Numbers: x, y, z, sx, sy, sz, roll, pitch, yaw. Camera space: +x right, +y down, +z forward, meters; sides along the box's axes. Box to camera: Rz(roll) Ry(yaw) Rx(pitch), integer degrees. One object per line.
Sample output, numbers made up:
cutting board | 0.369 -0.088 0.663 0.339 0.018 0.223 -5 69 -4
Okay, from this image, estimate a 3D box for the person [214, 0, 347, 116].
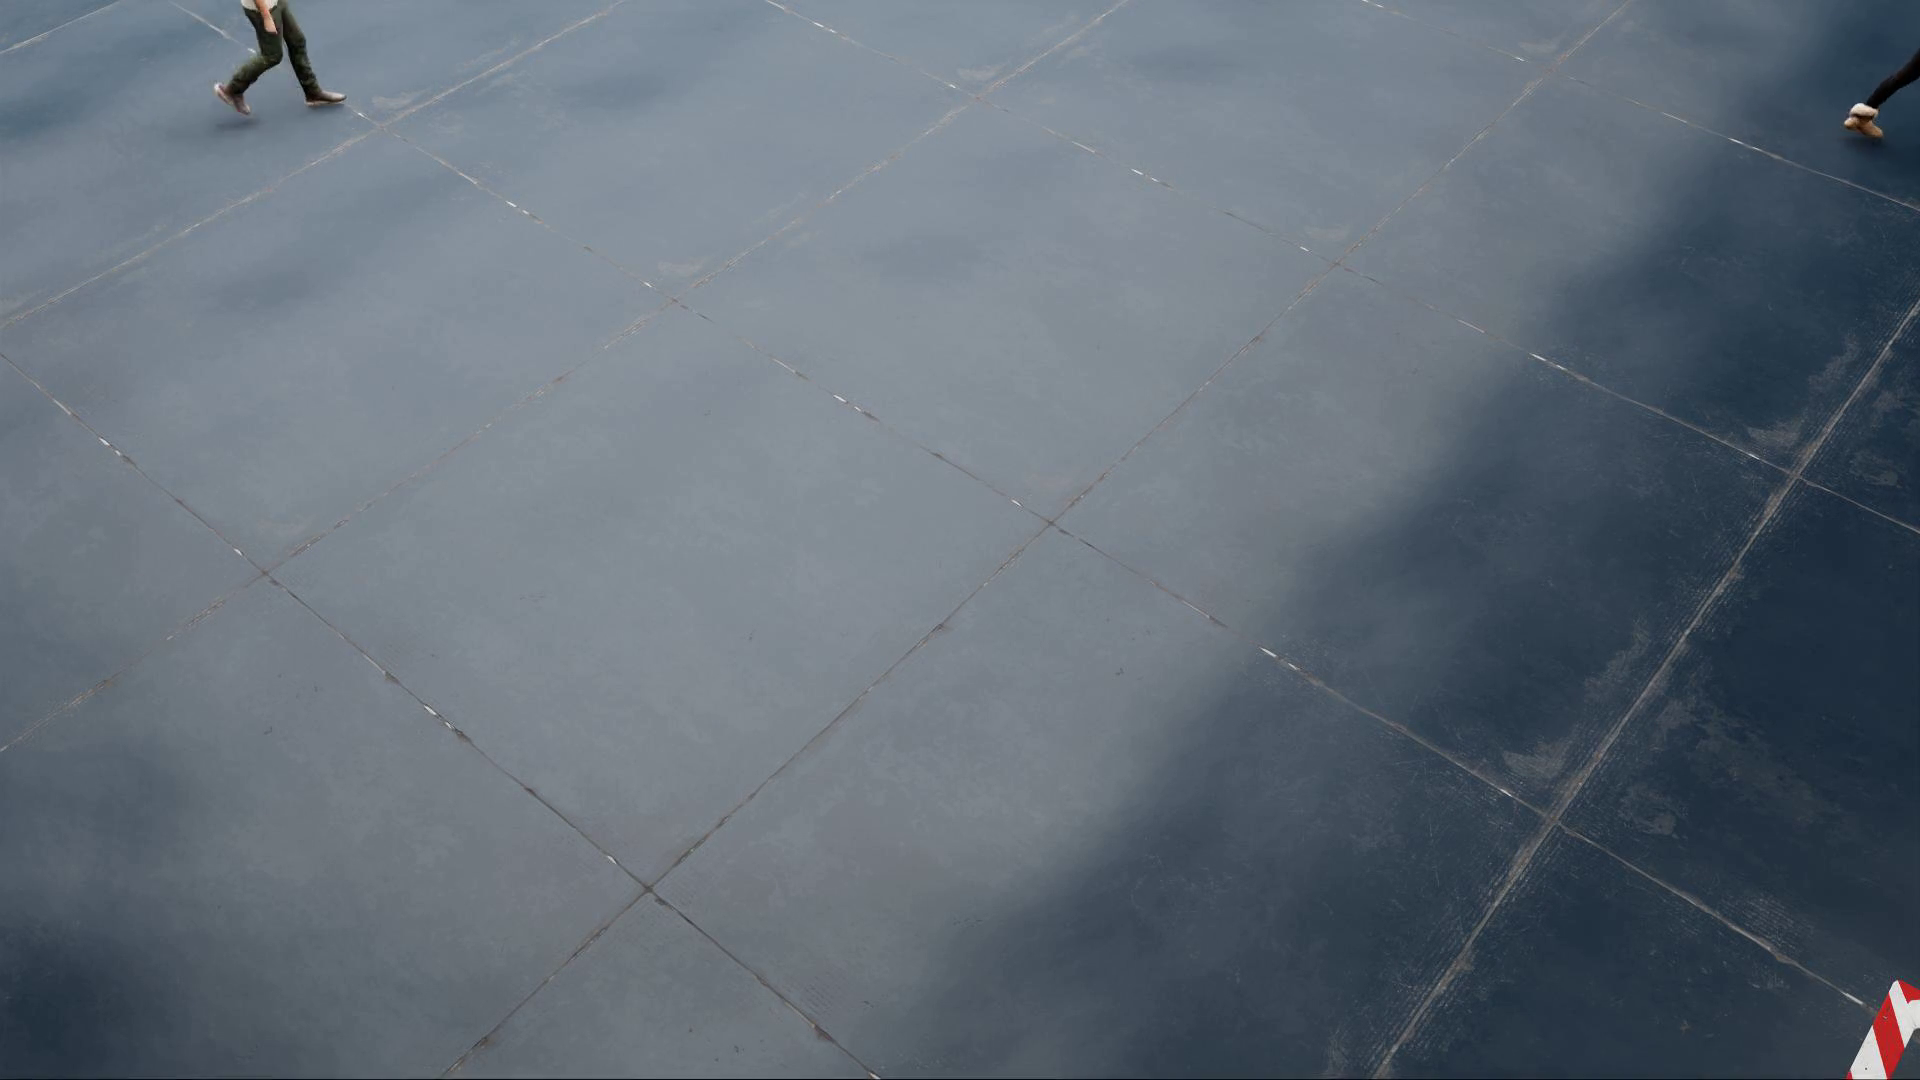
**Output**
person | -4.810 -3.604 11.287 1.037 1.630 1.051 -9 48 -9
